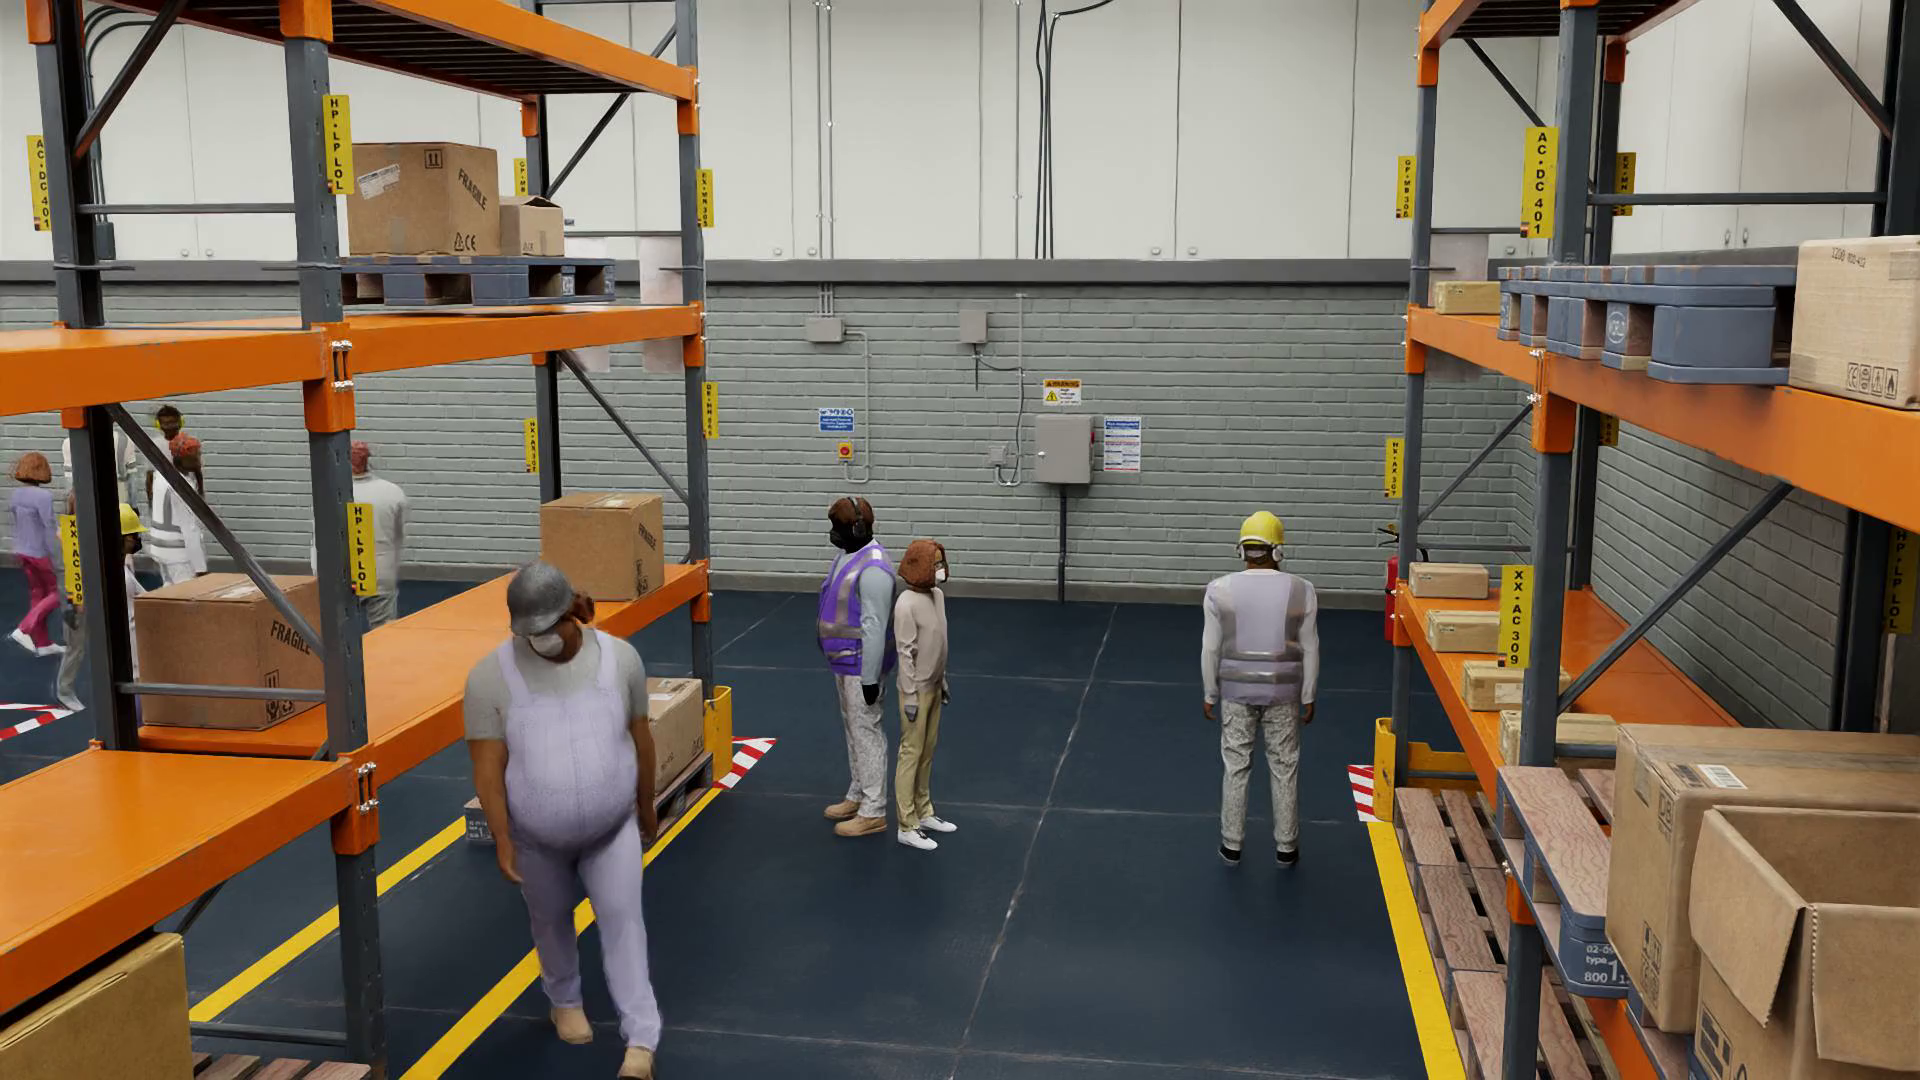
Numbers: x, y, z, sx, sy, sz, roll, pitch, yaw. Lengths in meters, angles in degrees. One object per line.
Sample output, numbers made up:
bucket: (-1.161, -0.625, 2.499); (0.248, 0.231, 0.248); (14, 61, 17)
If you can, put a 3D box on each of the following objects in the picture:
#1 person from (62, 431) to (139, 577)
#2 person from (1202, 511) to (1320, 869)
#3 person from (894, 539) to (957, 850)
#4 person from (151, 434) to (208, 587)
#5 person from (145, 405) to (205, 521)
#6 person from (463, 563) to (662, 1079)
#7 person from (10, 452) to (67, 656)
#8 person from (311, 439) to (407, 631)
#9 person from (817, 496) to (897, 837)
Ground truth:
person: (-7.698, -0.338, 14.934); (0.594, 1.924, 0.374); (-7, 11, -36)
person: (1.522, 0.765, 8.448); (0.586, 1.824, 0.404); (2, 9, 10)
person: (-0.190, 0.800, 8.815); (0.285, 1.633, 0.498); (3, 10, 20)
person: (-5.766, 0.133, 12.264); (0.346, 1.859, 0.689); (-8, 12, -41)
person: (-7.281, -0.361, 15.473); (0.533, 1.814, 1.014); (-6, 11, -32)
person: (-1.459, 1.016, 6.228); (0.727, 2.000, 1.000); (-3, 10, -20)
person: (-7.222, 0.126, 12.981); (0.519, 1.620, 0.411); (6, 11, 32)
person: (-4.125, 0.253, 11.407); (0.669, 1.897, 0.468); (-6, 11, -34)
person: (-0.554, 0.673, 8.999); (0.429, 1.837, 0.624); (-3, 10, -16)
